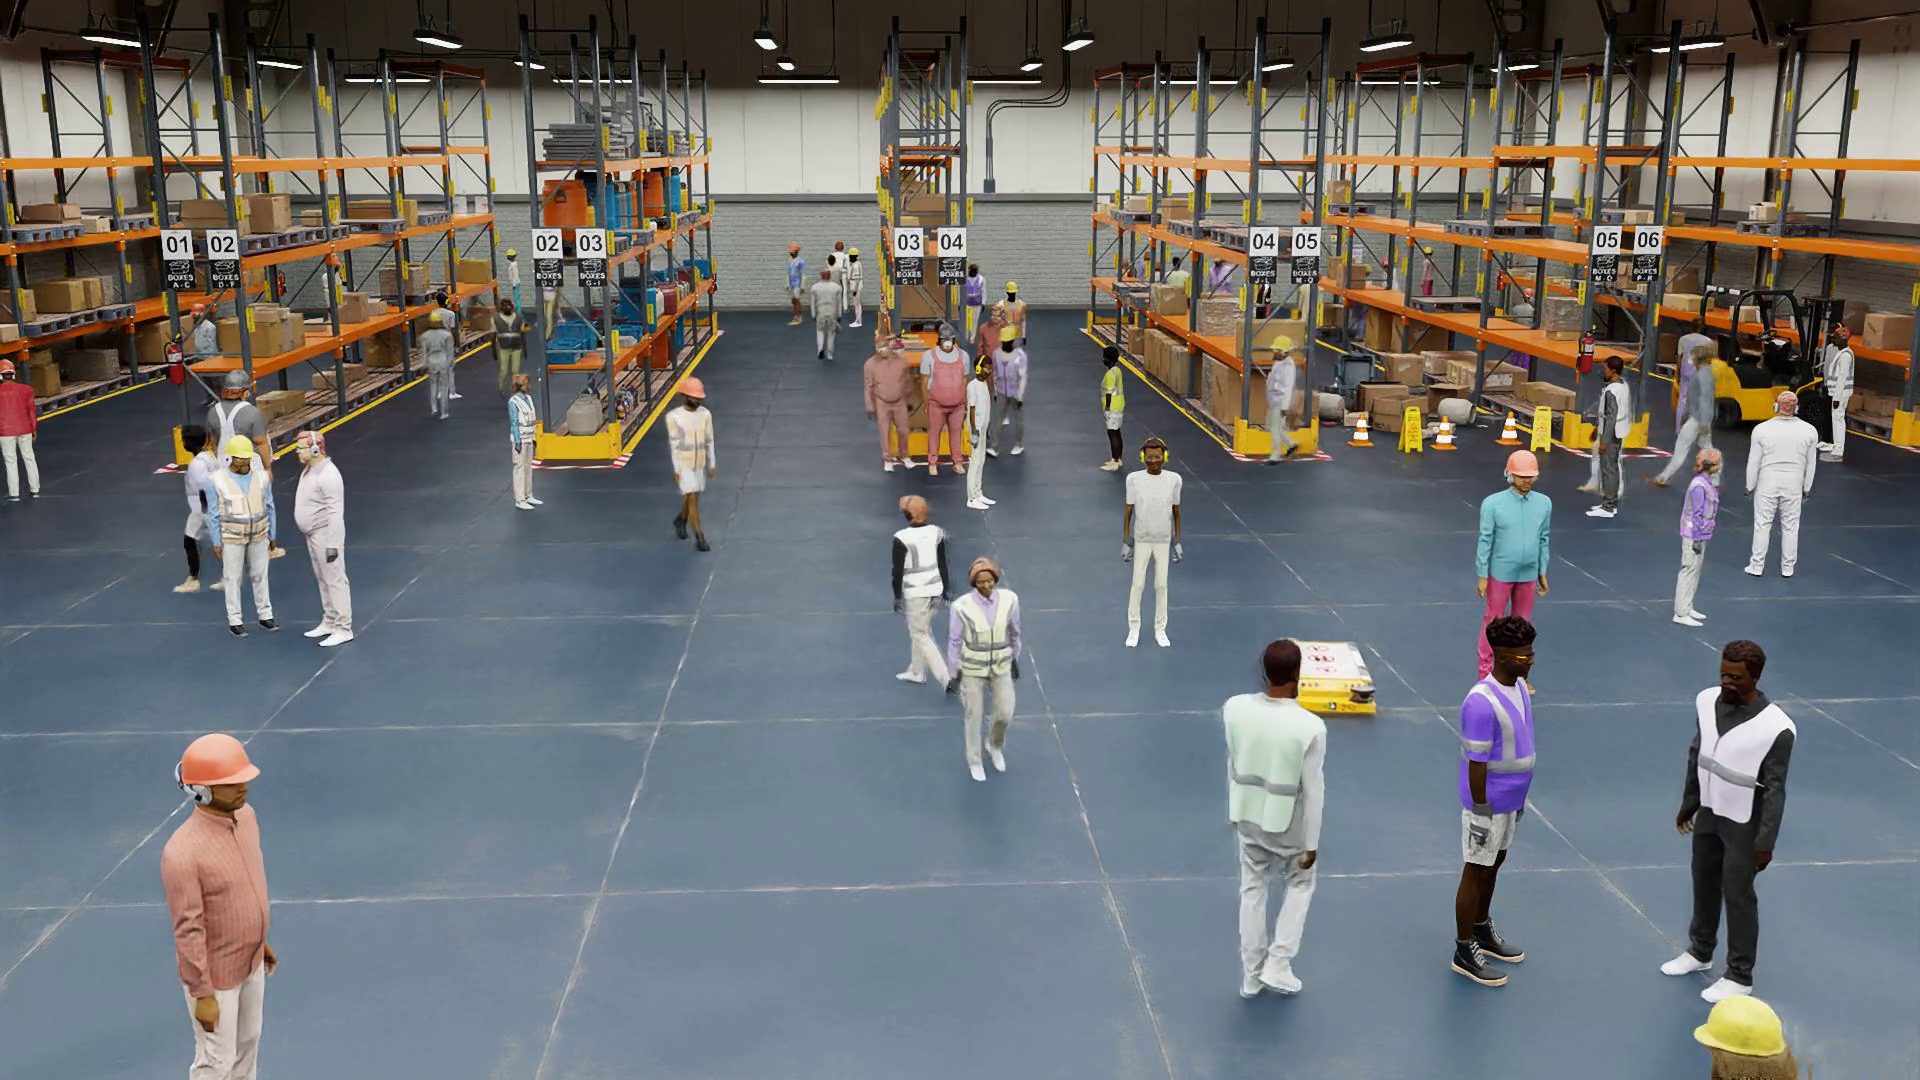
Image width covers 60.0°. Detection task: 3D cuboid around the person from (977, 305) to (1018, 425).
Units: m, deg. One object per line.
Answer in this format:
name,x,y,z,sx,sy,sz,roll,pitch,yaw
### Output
person,0.587,-2.756,26.252,0.642,1.900,0.399,2,13,10

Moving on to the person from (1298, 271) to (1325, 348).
person,7.599,-4.992,36.106,0.584,1.717,0.747,9,16,34

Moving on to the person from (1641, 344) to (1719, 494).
person,9.214,-1.528,21.051,0.989,1.888,0.659,5,14,22

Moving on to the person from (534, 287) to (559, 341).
person,-9.355,-5.389,37.585,0.645,1.806,0.507,1,13,6

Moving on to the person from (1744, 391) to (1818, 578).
person,8.327,-0.561,16.928,0.639,1.910,0.407,3,14,14

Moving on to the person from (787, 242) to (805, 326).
person,-4.081,-6.318,41.039,0.395,2.043,0.616,-11,17,-39

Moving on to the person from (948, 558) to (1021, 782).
person,0.164,0.890,11.391,0.542,1.614,0.415,-4,14,-17

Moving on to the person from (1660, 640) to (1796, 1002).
person,3.970,1.422,8.534,0.384,1.909,0.598,-4,14,-17

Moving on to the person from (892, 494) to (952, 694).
person,-0.256,0.437,13.332,0.713,1.609,0.520,12,18,41

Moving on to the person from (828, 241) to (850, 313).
person,-3.193,-6.969,44.125,0.583,1.882,0.337,1,13,5

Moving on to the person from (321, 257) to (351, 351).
person,-13.471,-5.108,35.895,0.365,2.048,0.605,3,14,11

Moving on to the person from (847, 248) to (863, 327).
person,-2.563,-6.167,40.632,0.372,1.928,0.584,-1,13,-4

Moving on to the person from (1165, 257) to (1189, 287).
person,4.931,-5.529,38.060,0.599,1.879,0.974,0,13,-1

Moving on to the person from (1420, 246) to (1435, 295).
person,12.296,-6.830,43.784,0.307,1.772,0.525,12,18,41

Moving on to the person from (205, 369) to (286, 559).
person,-7.571,-0.805,17.677,0.674,2.000,0.535,4,14,15

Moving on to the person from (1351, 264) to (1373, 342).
person,9.085,-5.344,37.512,0.371,1.750,0.557,-12,18,-40

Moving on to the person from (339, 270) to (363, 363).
person,-12.476,-4.580,33.925,0.389,1.930,0.539,12,18,42

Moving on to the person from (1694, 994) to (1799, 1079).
person,2.445,2.272,5.369,0.808,1.706,0.494,5,14,19

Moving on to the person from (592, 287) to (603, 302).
person,-8.177,-5.309,37.628,0.266,1.632,0.509,-9,16,-33

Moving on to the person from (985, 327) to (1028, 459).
person,0.674,-2.067,23.398,0.596,1.859,1.033,7,15,26

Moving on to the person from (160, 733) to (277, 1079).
person,-3.033,1.756,6.925,0.387,1.996,0.611,1,13,3

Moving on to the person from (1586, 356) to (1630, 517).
person,7.730,-1.228,19.733,0.376,1.915,0.600,8,16,32

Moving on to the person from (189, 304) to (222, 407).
person,-12.776,-3.123,28.129,0.562,1.745,0.347,9,16,34

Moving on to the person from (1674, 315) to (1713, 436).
person,11.093,-2.470,25.149,0.514,1.845,0.339,13,18,43

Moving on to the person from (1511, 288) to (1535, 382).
person,10.581,-3.824,31.106,0.354,1.744,0.564,-9,16,-34

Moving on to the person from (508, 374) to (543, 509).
person,-5.306,-1.203,20.215,0.308,1.644,0.514,2,13,8

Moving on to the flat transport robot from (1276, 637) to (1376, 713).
flat transport robot,2.944,1.077,13.496,0.652,0.197,1.431,1,13,6

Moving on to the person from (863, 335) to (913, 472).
person,-0.976,-1.834,22.417,0.666,1.866,0.474,-3,14,-12

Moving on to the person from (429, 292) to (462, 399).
person,-8.990,-3.390,29.027,0.511,1.861,0.326,3,14,12

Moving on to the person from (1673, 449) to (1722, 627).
person,6.776,-0.031,15.284,0.315,1.631,0.522,8,15,29

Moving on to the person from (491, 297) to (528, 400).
person,-7.739,-3.268,28.567,0.570,1.826,0.432,-8,15,-30

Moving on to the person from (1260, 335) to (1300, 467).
person,4.409,-1.898,22.776,0.497,1.818,0.605,-1,13,-4

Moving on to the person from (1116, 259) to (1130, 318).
person,4.066,-6.116,41.064,0.514,1.633,0.317,-4,14,-15

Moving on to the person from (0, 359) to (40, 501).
person,-11.773,-1.371,20.688,0.329,1.751,0.568,10,17,36

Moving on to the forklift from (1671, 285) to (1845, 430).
forklift,12.503,-2.886,26.166,2.313,2.155,1.214,-1,13,-3

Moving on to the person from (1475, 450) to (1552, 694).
person,4.406,0.264,13.245,0.622,1.994,0.381,-3,14,-11

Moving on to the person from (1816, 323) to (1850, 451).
person,12.605,-2.209,24.027,0.329,1.861,0.504,-2,13,-8

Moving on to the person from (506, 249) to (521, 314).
person,-11.478,-6.594,42.790,0.321,1.769,0.523,-4,14,-16

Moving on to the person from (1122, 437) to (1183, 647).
person,1.683,0.021,14.548,0.534,1.869,0.311,0,13,0

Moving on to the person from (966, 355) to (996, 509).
person,0.253,-1.318,20.231,0.329,1.865,0.511,4,14,18

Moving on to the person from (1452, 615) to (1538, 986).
person,2.821,1.341,8.748,0.367,1.966,0.607,9,16,34

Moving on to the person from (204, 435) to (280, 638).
person,-6.413,-0.041,14.912,0.592,1.824,0.403,-13,18,-43

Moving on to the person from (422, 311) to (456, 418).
person,-8.438,-2.834,26.951,0.480,1.723,0.406,-1,13,-2

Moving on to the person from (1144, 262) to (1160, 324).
person,4.760,-6.037,40.778,0.504,1.597,0.806,2,13,8

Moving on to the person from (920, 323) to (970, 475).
person,-0.167,-1.881,22.236,0.682,2.000,0.537,-4,14,-16

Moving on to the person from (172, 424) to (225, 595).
person,-7.503,-0.298,16.304,0.701,1.664,0.546,-3,14,-13

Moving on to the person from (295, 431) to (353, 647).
person,-5.624,-0.019,14.635,0.399,1.909,0.642,-10,16,-35

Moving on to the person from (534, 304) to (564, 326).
person,-10.185,-6.109,41.140,0.776,1.580,0.557,-4,14,-18

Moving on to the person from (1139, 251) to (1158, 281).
person,5.006,-6.833,44.094,0.511,1.630,0.298,1,13,2

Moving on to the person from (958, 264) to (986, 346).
person,0.260,-5.188,36.759,0.643,1.796,0.924,-1,13,-4

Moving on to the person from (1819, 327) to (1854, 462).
person,12.284,-2.033,23.247,0.349,1.875,0.576,6,15,25

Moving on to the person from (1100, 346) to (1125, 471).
person,2.070,-1.786,22.591,0.322,1.690,0.532,4,14,15

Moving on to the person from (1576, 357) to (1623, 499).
person,7.996,-1.388,20.673,0.688,1.796,0.556,5,14,20

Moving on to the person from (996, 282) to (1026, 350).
person,0.940,-3.758,30.433,0.593,1.924,0.380,-4,14,-16

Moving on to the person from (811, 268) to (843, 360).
person,-2.740,-4.660,34.346,0.646,1.893,0.420,0,13,-2

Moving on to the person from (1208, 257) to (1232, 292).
person,6.002,-5.686,38.442,0.606,2.004,0.989,8,16,31

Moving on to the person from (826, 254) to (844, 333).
person,-3.015,-5.848,39.485,0.507,1.842,0.812,-1,13,-4

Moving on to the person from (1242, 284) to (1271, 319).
person,5.851,-4.423,32.991,0.607,2.048,0.369,1,13,3

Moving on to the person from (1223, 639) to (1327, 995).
person,1.605,1.432,8.524,0.587,1.894,0.459,10,17,37

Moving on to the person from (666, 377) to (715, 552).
person,-2.995,-0.866,18.272,0.552,1.900,0.906,-10,16,-36
